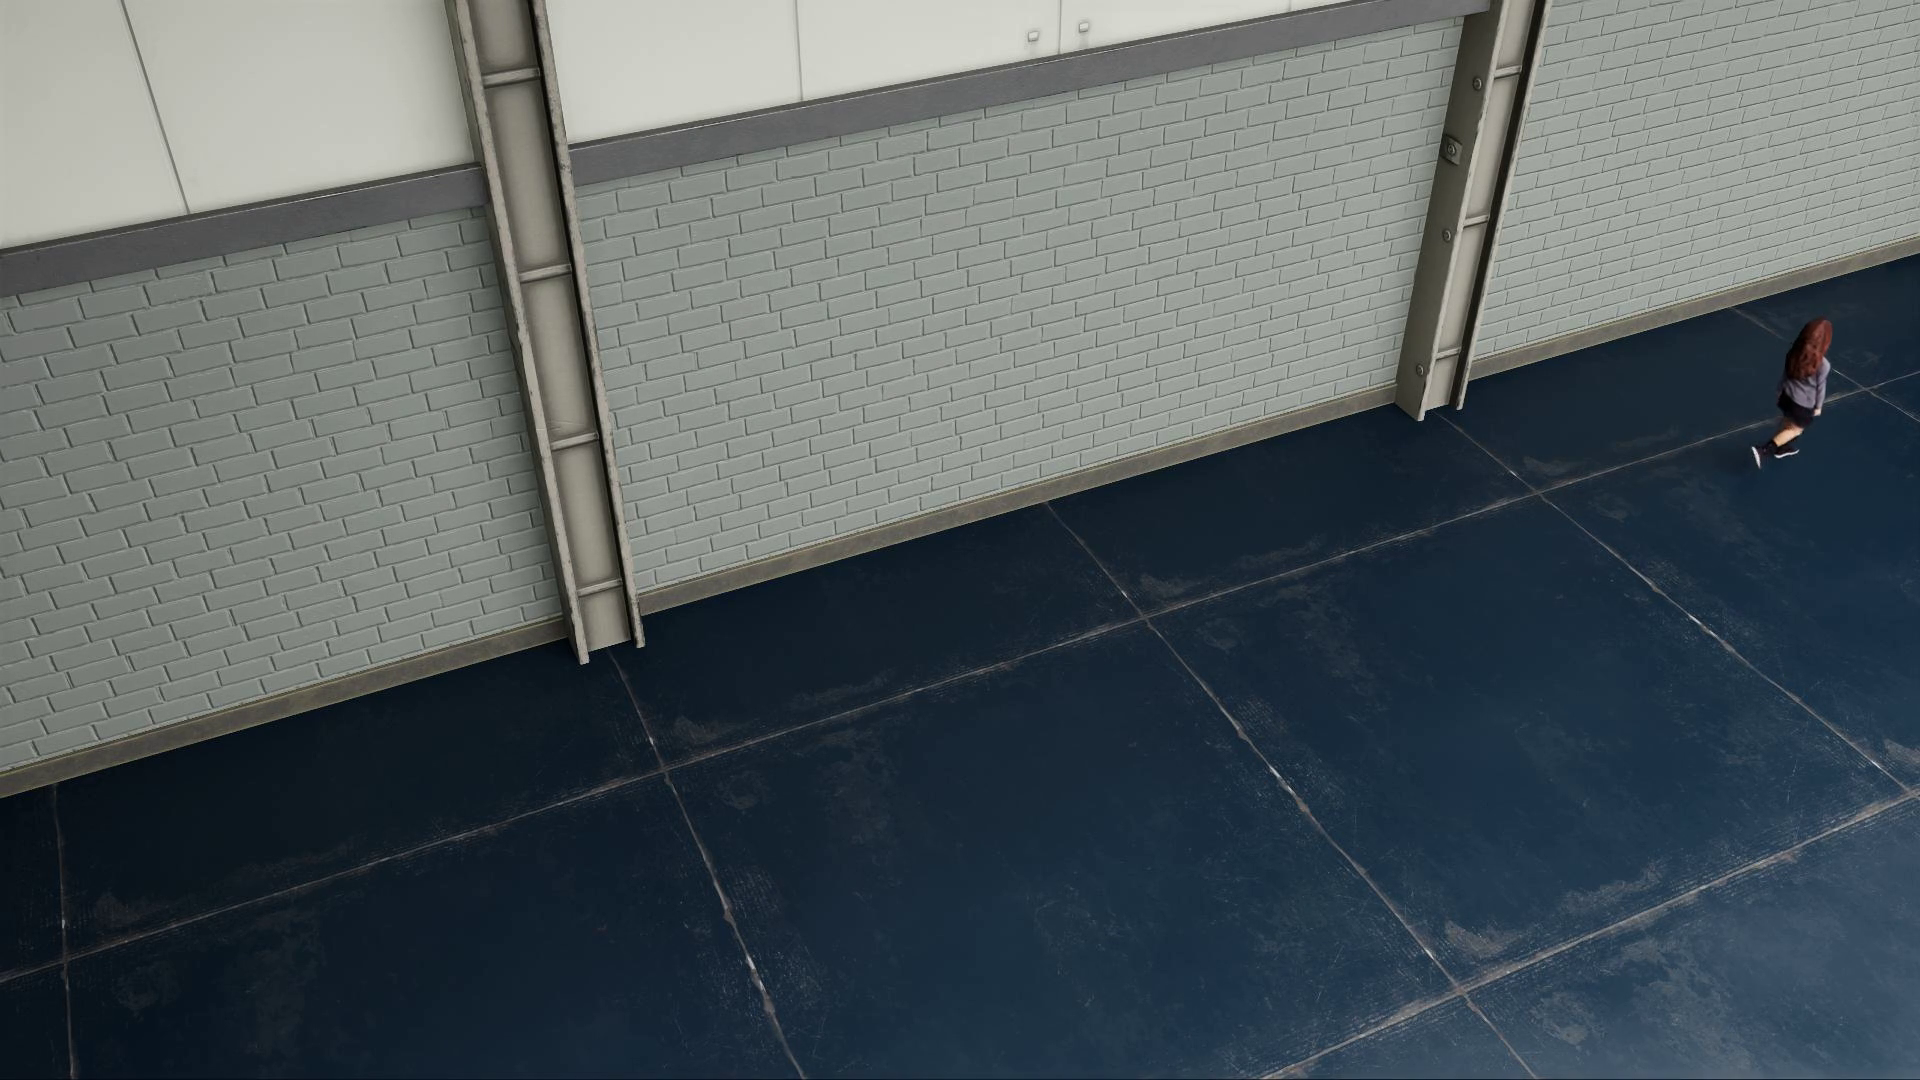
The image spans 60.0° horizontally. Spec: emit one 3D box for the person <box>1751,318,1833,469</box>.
[{"bbox_3d":[5.507,-0.951,10.950,0.727,1.095,0.546,-11,39,-14],"label":"person"}]
